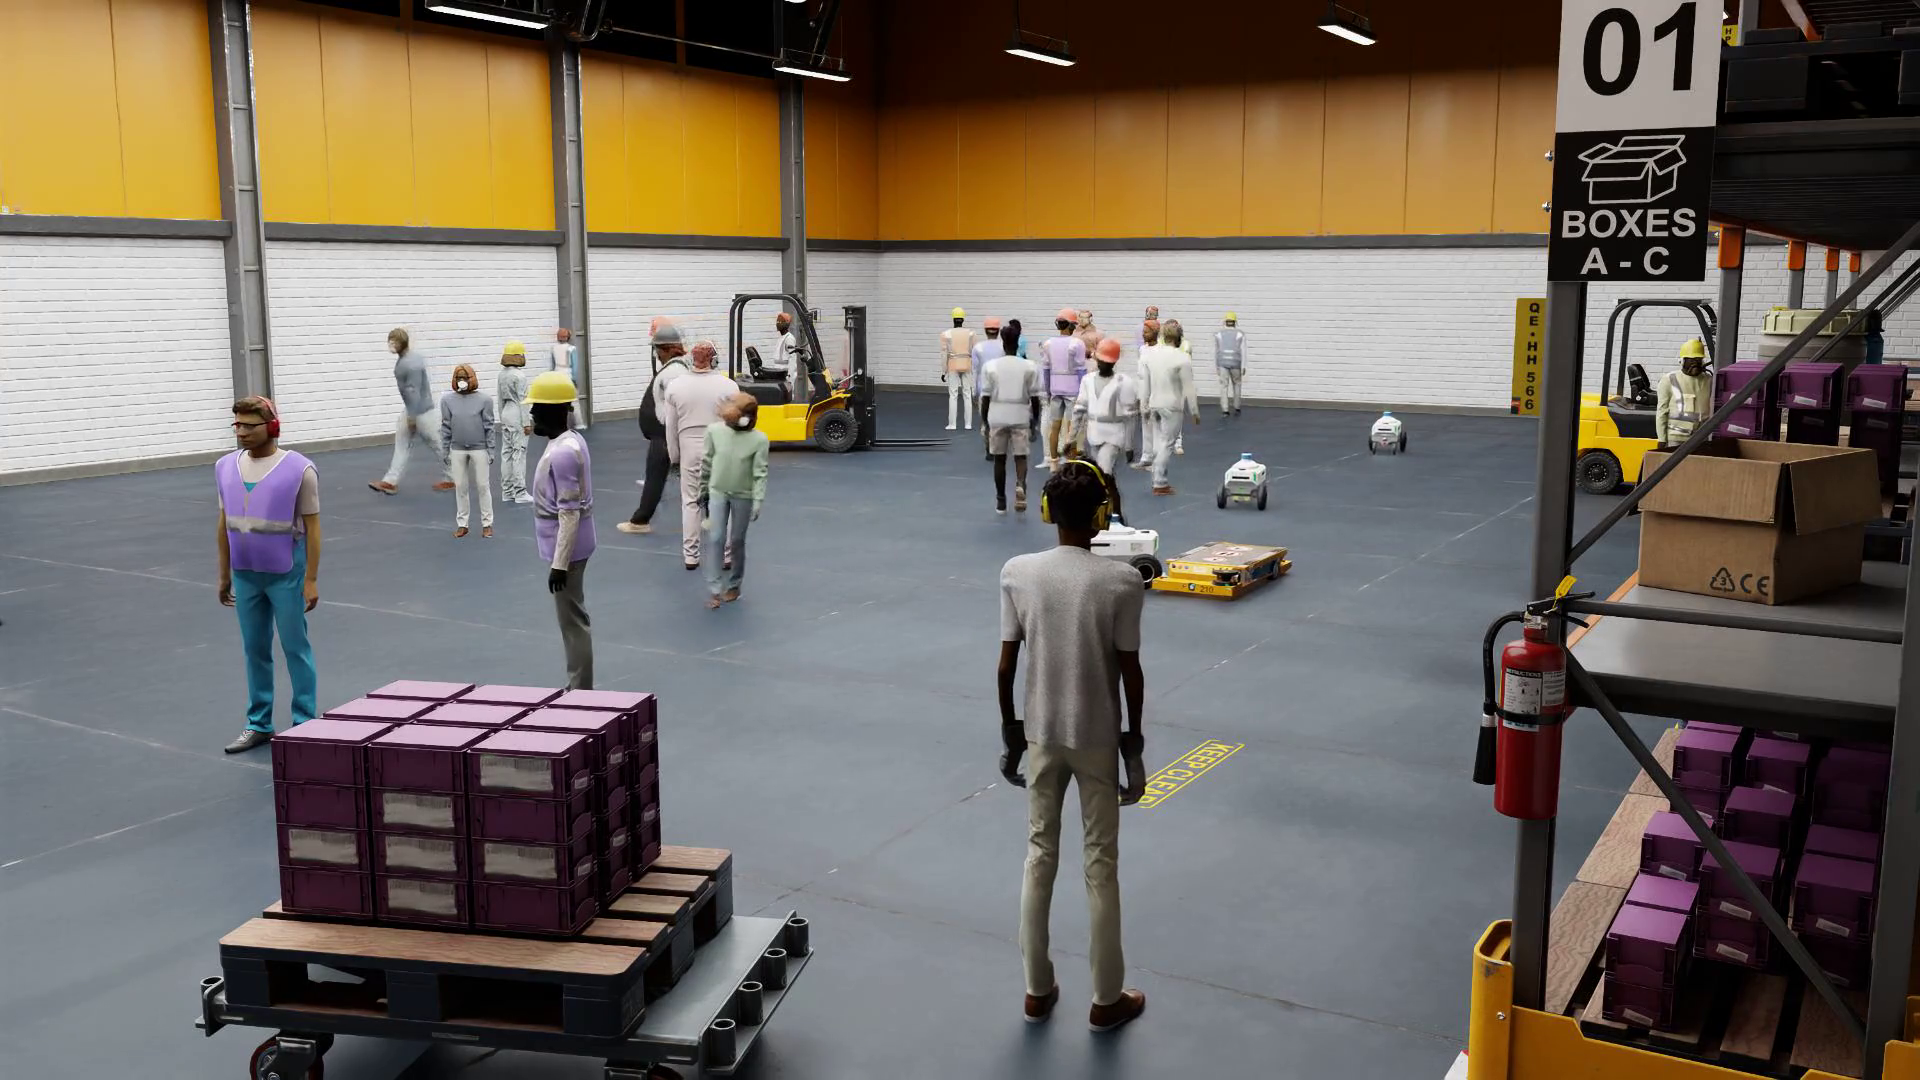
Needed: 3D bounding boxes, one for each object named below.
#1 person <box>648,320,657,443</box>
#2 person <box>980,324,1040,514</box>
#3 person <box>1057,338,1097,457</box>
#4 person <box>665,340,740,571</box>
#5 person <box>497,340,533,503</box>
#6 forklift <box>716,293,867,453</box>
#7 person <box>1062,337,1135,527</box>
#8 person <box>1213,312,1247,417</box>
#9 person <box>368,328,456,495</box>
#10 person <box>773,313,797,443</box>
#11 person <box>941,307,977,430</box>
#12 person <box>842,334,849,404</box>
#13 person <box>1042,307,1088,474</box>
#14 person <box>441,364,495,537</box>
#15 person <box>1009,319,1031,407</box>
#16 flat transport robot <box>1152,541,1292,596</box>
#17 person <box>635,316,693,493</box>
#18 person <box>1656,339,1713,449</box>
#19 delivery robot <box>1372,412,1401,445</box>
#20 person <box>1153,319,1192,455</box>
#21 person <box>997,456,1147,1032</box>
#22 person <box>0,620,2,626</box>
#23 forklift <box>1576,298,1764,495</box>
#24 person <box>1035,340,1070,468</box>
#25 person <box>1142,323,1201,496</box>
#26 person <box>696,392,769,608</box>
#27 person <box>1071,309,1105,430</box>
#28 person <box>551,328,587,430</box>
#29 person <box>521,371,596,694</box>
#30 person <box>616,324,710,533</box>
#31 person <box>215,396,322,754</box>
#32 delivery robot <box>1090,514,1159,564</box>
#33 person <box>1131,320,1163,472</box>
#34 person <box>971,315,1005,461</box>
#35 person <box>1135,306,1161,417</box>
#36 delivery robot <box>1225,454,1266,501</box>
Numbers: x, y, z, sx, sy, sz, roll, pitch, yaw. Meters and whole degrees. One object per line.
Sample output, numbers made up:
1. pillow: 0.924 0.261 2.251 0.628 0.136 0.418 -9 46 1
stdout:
1. person: -4.278 -2.300 23.993 0.506 1.843 0.349 9 13 44
2. person: 0.507 -1.208 16.864 0.618 1.950 0.576 0 9 -1
3. person: 1.530 -1.885 22.146 0.702 1.602 0.299 -4 10 -22
4. person: -2.095 -0.696 13.784 0.650 1.906 0.401 1 9 6
5. person: -4.768 -1.273 17.894 0.494 1.743 0.308 9 12 43
6. forklift: -2.458 -2.344 23.176 2.313 2.155 1.214 0 9 -2
7. person: 1.244 -0.892 15.089 0.587 1.868 0.999 9 13 44
8. person: 4.680 -3.037 28.763 0.593 1.784 0.906 3 9 16
9. person: -6.071 -1.420 18.483 1.046 1.862 0.631 -7 11 -36
10. person: -2.556 -2.363 24.254 0.344 1.882 0.584 -3 10 -20
11. person: -0.020 -2.675 26.068 0.587 1.928 0.362 -3 9 -15
12. person: -1.770 -2.854 27.725 0.526 1.748 0.545 -1 9 -4
13. person: 1.301 -1.811 20.323 0.608 2.044 0.372 6 11 35
14. person: -4.567 -0.825 15.474 0.502 1.626 0.282 0 9 -1
15. person: 1.015 -3.077 29.370 0.772 1.673 0.530 -6 11 -33
16. flat transport robot: 2.100 0.213 13.195 0.652 0.197 1.431 5 10 29
17. person: -3.112 -1.451 18.251 1.025 1.980 0.611 2 9 14
18. person: 6.938 -0.995 15.877 0.599 1.832 0.404 -1 9 -8
19. delivery robot: 5.854 -1.515 22.806 0.477 0.478 0.707 3 10 18
20. person: 2.853 -2.074 22.586 0.620 1.845 0.429 -1 9 -4
21. person: 0.366 0.661 5.423 0.515 1.872 0.333 4 10 23
22. person: -6.877 -0.334 11.455 0.383 1.933 0.542 -8 12 -40
23. forklift: 7.954 -1.589 18.462 2.313 2.155 1.214 5 11 30
24. person: 1.133 -1.690 20.869 0.377 1.625 0.514 -2 9 -13
25. person: 2.327 -1.440 18.415 0.558 1.915 0.641 -6 11 -34
26. person: -1.682 -0.293 12.218 0.569 1.589 0.702 0 9 0
27. person: 1.928 -2.643 25.924 0.639 1.913 0.406 5 10 29
28. person: -6.166 -2.502 25.971 0.531 1.622 0.633 4 10 24
29. person: -2.173 0.048 9.071 0.370 1.929 0.585 -2 9 -11
30. person: -2.710 -1.078 15.749 1.036 2.000 0.692 0 9 1
31. person: -3.526 0.181 8.508 0.571 1.840 0.382 2 9 13
32. delivery robot: 1.195 0.041 13.096 0.707 0.478 0.477 0 9 -1
33. person: 2.386 -1.792 20.695 0.341 1.882 0.586 -5 10 -29
34. person: 0.426 -1.970 21.711 0.571 1.917 0.540 0 9 -1
35. person: 3.260 -3.054 28.522 0.409 1.903 0.638 6 11 33
36. delivery robot: 3.008 -0.665 17.506 0.477 0.478 0.707 3 10 18
